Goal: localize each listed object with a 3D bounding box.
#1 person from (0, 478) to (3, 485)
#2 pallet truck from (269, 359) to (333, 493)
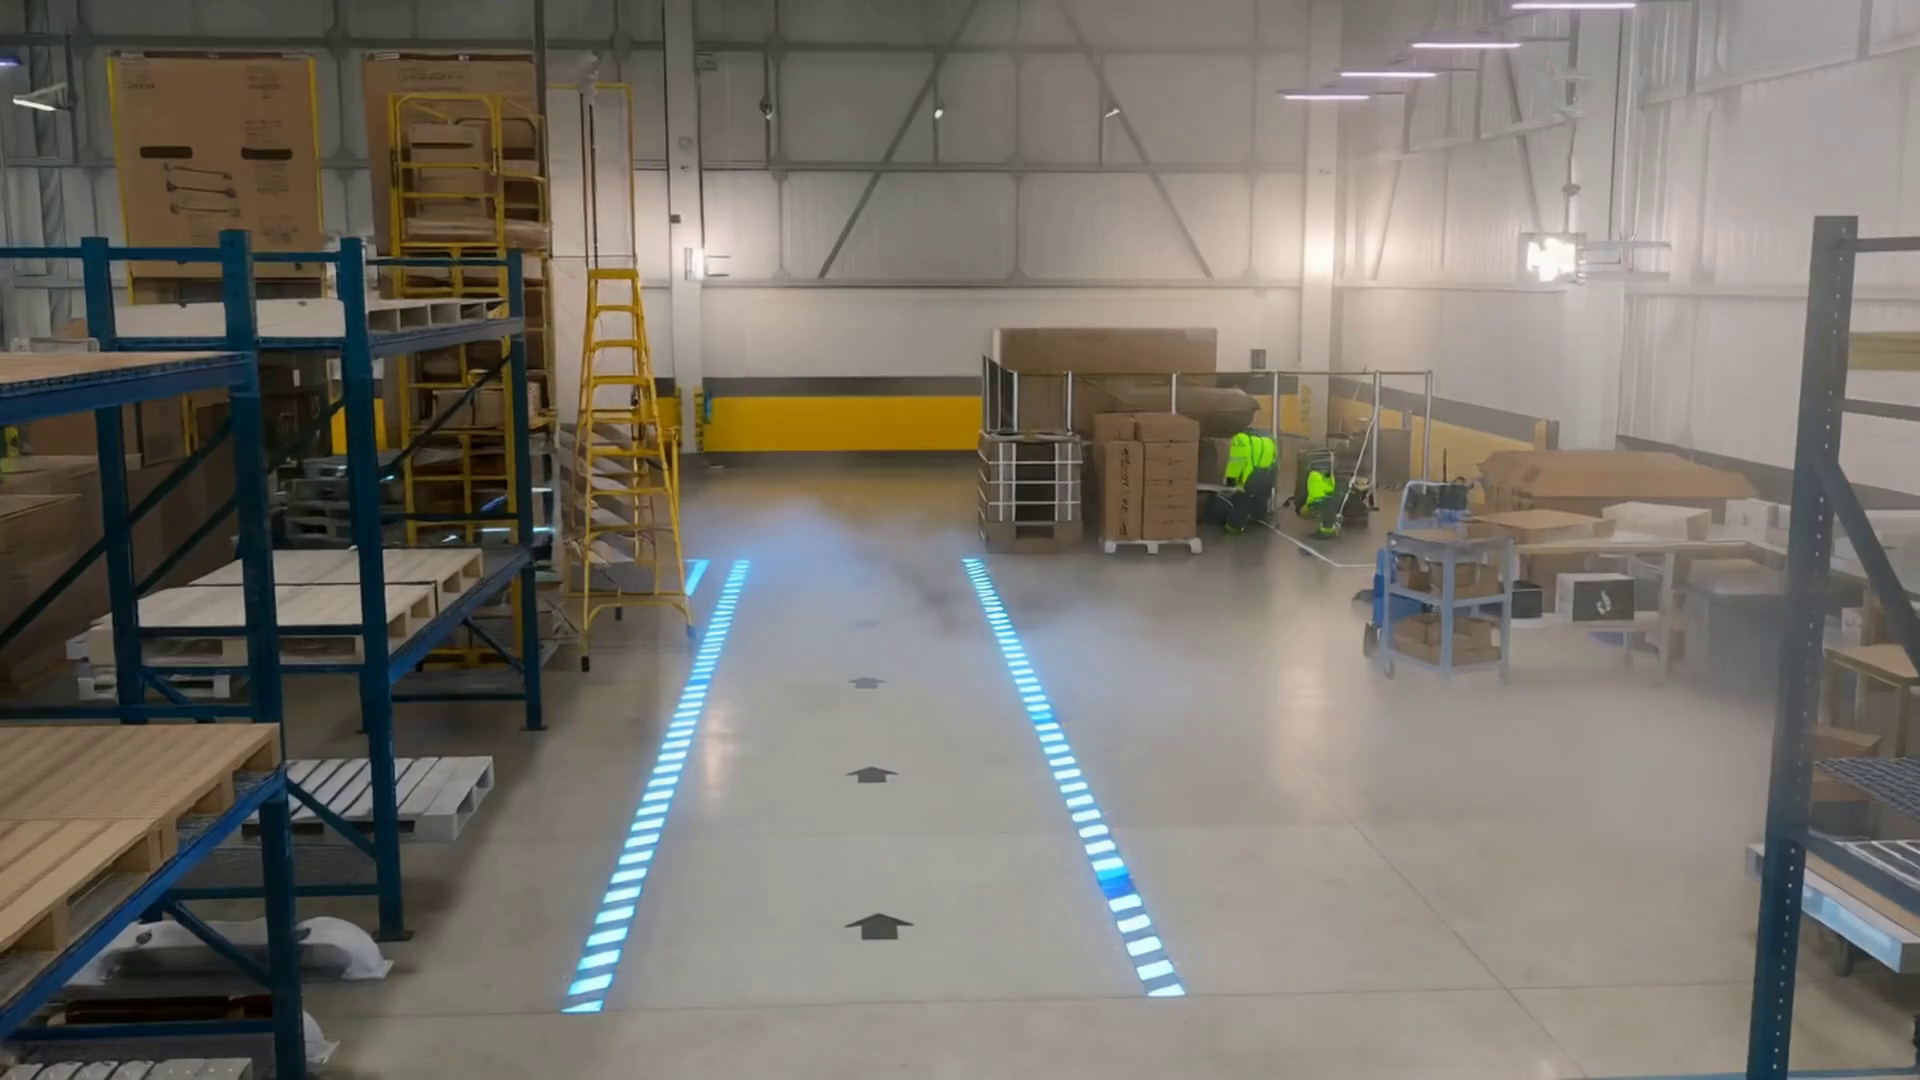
[{"bbox_3d":[-13.404,-1.676,22.651,0.544,1.928,0.392,3,9,16],"label":"person"},{"bbox_3d":[-7.062,-1.131,18.996,1.885,1.965,0.823,2,9,13],"label":"pallet truck"}]
